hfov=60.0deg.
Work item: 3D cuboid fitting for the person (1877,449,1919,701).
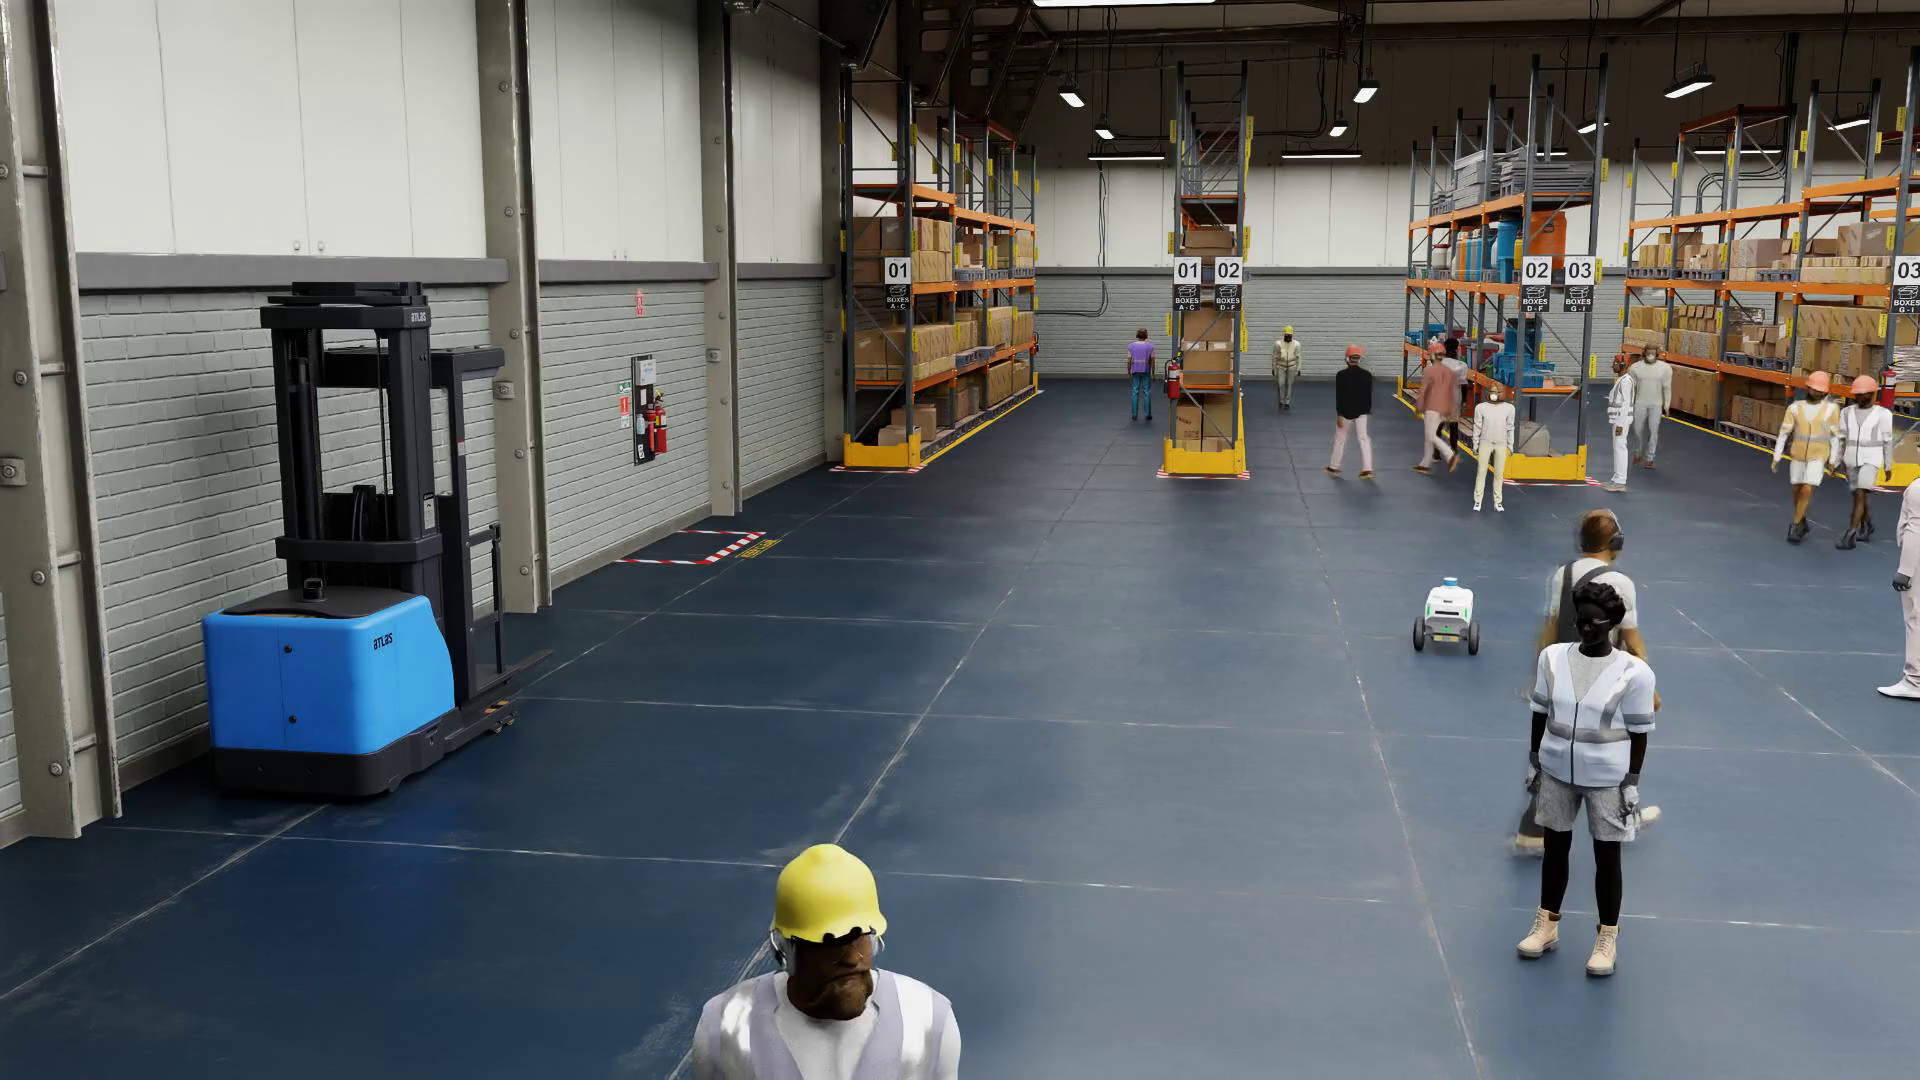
[{"bbox_3d":[6.812,0.171,11.723,0.642,1.909,0.409,-5,11,-30],"label":"person"}]

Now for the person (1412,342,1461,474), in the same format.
[{"bbox_3d":[7.071,-1.926,24.512,0.622,1.958,0.853,-7,11,-35],"label":"person"}]

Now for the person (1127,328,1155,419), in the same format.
[{"bbox_3d":[3.675,-3.377,33.790,0.564,1.847,0.397,2,9,14],"label":"person"}]

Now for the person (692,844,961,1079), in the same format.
[{"bbox_3d":[-0.282,1.532,3.537,0.600,1.836,0.404,-1,9,-6],"label":"person"}]

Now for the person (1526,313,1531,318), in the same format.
[{"bbox_3d":[13.682,-4.494,40.253,0.615,1.987,0.406,-5,10,-27],"label":"person"}]

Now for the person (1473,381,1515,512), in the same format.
[{"bbox_3d":[6.683,-1.171,20.841,0.504,1.631,0.281,1,9,9],"label":"person"}]

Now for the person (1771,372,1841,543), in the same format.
[{"bbox_3d":[9.465,-0.928,18.539,0.592,1.904,0.754,9,13,43],"label":"person"}]

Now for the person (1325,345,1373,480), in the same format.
[{"bbox_3d":[5.723,-1.860,24.187,0.627,1.935,1.058,-3,10,-16],"label":"person"}]

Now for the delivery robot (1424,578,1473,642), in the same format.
[{"bbox_3d":[3.940,0.547,13.391,0.477,0.478,0.707,3,10,19],"label":"delivery robot"}]

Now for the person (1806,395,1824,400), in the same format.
[{"bbox_3d":[17.690,-3.510,34.252,0.615,1.985,1.074,-2,9,-12],"label":"person"}]

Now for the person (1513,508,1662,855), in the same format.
[{"bbox_3d":[3.284,0.735,8.624,0.955,1.792,0.520,-2,9,-14],"label":"person"}]

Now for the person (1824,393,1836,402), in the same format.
[{"bbox_3d":[19.100,-3.793,36.463,0.623,1.825,0.816,4,10,23],"label":"person"}]

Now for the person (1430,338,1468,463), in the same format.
[{"bbox_3d":[7.663,-2.191,26.105,0.614,1.963,0.361,6,11,32],"label":"person"}]

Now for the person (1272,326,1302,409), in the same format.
[{"bbox_3d":[7.087,-3.720,36.001,0.627,1.807,0.704,1,9,5],"label":"person"}]

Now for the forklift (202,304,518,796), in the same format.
[{"bbox_3d":[-3.673,-0.038,10.147,1.129,2.768,1.873,1,9,9],"label":"forklift"}]

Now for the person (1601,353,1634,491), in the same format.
[{"bbox_3d":[9.051,-1.619,22.834,0.349,1.882,0.584,3,10,16],"label":"person"}]

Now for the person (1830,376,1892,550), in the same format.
[{"bbox_3d":[9.957,-0.872,18.327,1.052,1.888,0.560,-7,12,-38],"label":"person"}]

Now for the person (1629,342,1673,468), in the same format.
[{"bbox_3d":[10.503,-2.045,25.361,0.643,1.920,0.529,5,10,26],"label":"person"}]

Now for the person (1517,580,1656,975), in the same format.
[{"bbox_3d":[2.699,1.011,7.182,0.534,1.699,0.318,8,12,42],"label":"person"}]
